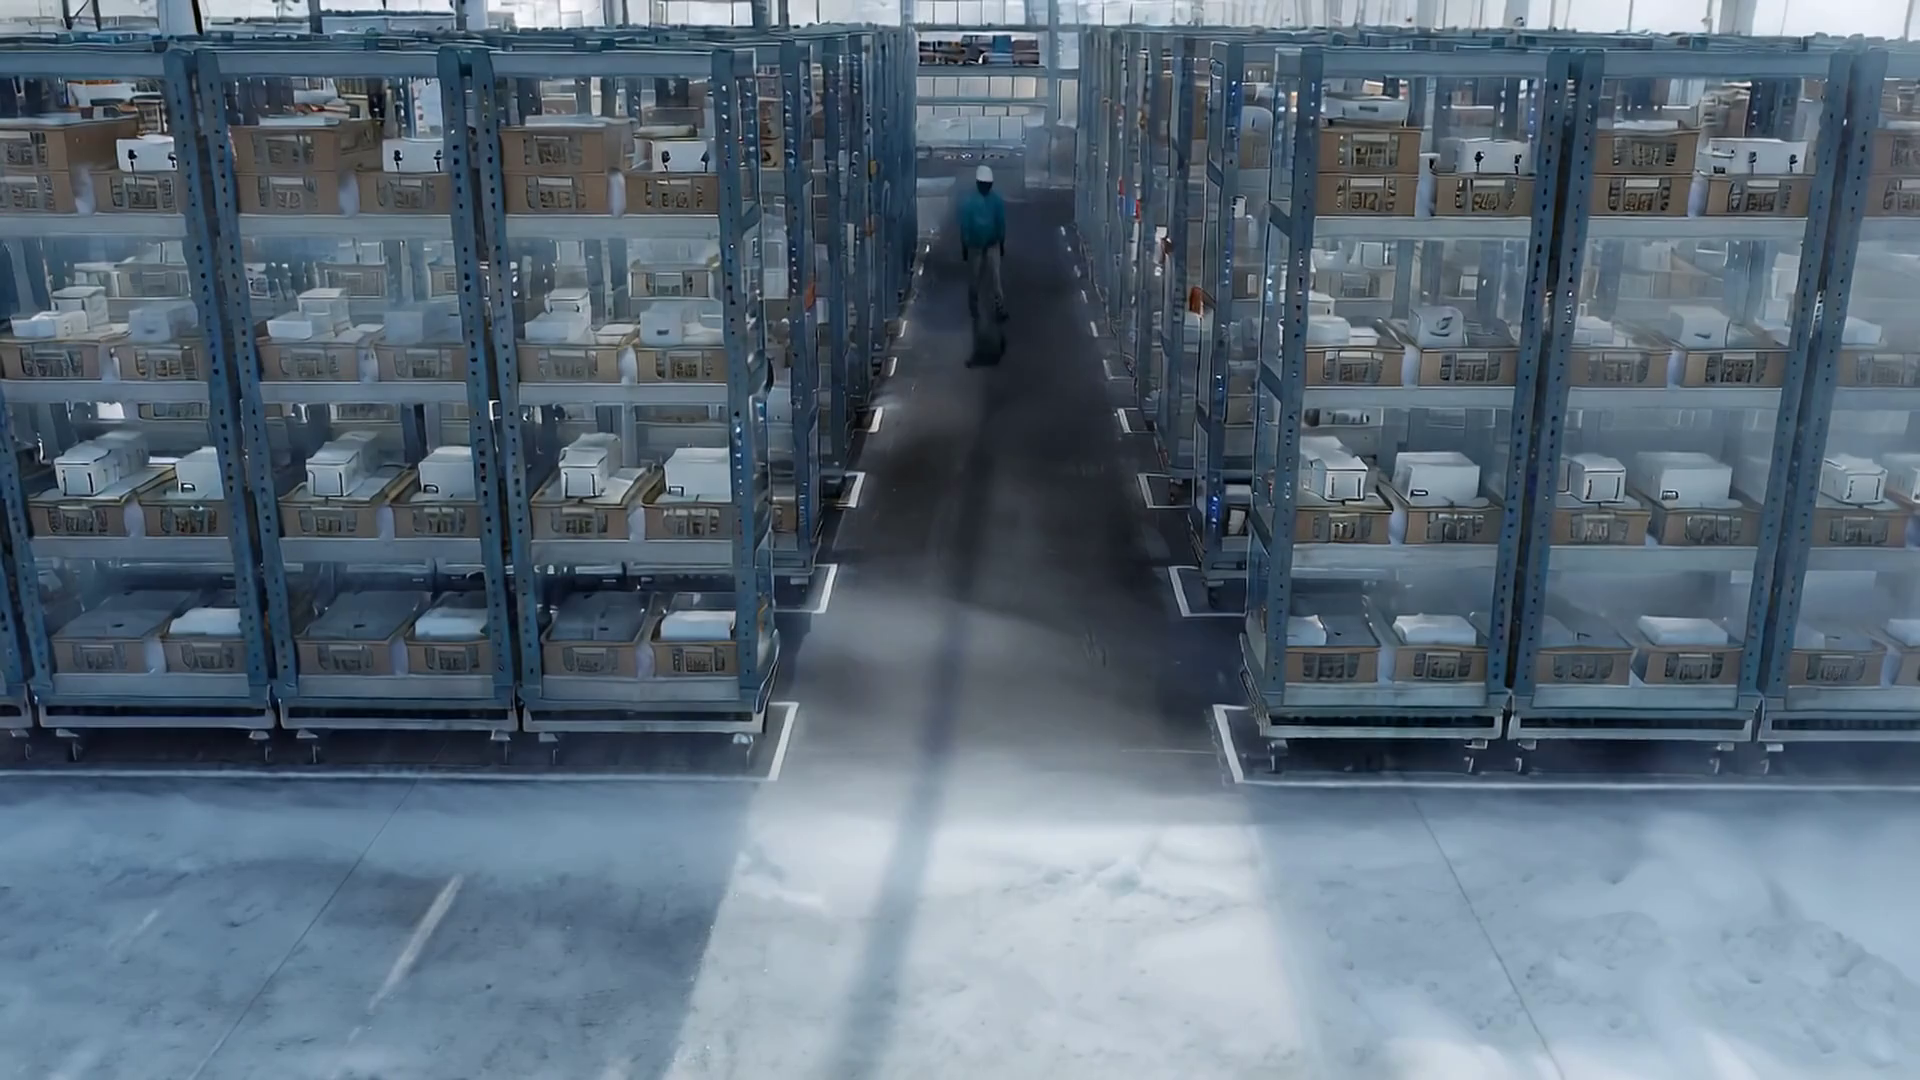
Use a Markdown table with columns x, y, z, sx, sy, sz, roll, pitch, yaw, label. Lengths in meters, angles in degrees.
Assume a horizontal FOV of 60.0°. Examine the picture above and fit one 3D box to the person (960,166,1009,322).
| x | y | z | sx | sy | sz | roll | pitch | yaw | label |
| --- | --- | --- | --- | --- | --- | --- | --- | --- | --- |
| 0.315 | -3.753 | 21.138 | 0.658 | 1.940 | 1.011 | -5 | 18 | -17 | person |
